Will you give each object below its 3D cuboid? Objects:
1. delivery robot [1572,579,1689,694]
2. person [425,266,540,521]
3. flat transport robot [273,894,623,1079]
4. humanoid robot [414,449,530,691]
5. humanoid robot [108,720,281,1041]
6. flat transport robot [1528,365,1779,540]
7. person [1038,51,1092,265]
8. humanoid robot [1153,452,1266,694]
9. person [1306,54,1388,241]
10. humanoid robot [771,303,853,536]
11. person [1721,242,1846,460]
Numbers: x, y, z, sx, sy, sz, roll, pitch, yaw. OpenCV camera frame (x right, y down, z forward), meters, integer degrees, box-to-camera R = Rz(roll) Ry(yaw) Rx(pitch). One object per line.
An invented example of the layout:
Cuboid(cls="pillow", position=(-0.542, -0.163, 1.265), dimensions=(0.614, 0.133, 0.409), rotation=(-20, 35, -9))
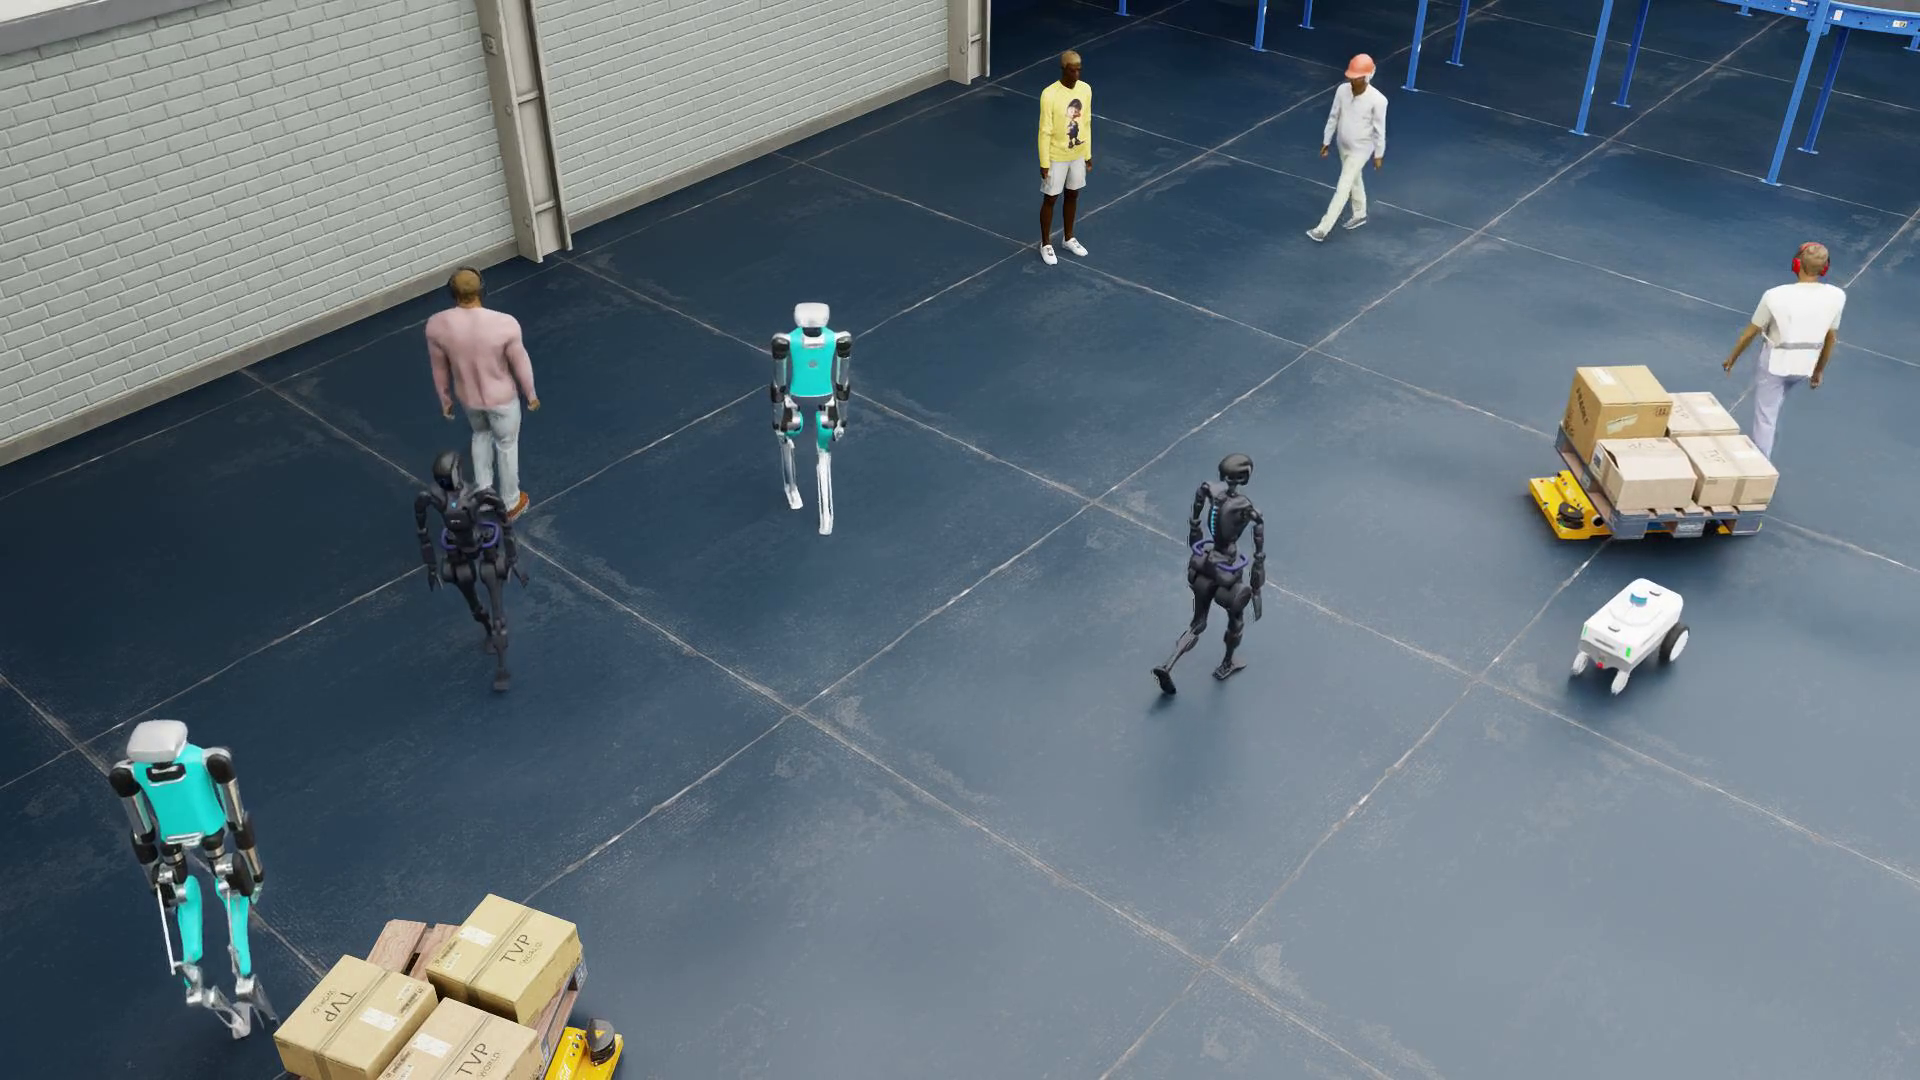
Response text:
Cuboid(cls="delivery robot", position=(4.165, 0.558, 10.349), dimensions=(0.765, 0.585, 0.499), rotation=(-29, 45, -34))
Cuboid(cls="person", position=(-3.209, -0.988, 11.343), dimensions=(0.656, 1.921, 0.442), rotation=(3, 36, 4))
Cuboid(cls="flat transport robot", position=(-2.386, 2.508, 7.866), dimensions=(1.431, 0.231, 0.659), rotation=(5, 36, 7))
Cuboid(cls="humanoid robot", position=(-2.928, 0.123, 10.020), dimensions=(0.612, 1.625, 0.639), rotation=(-2, 36, -3))
Cuboid(cls="humanoid robot", position=(-3.529, 1.729, 7.745), dimensions=(0.537, 1.828, 0.769), rotation=(-6, 36, -9))
Cuboid(cls="flat transport robot", position=(4.850, -0.285, 11.788), dimensions=(1.431, 0.231, 0.659), rotation=(-2, 36, -3))
Cuboid(cls="person", position=(0.928, -3.400, 14.757), dimensions=(0.543, 1.898, 0.377), rotation=(-19, 40, -25))
Cuboid(cls="humanoid robot", position=(1.507, 0.216, 9.888), dimensions=(0.659, 1.625, 0.593), rotation=(-26, 43, -32))
Cuboid(cls="person", position=(3.522, -3.581, 15.163), dimensions=(0.892, 1.701, 0.589), rotation=(-20, 40, -26))
Cuboid(cls="humanoid robot", position=(-1.043, -0.938, 11.443), dimensions=(0.571, 1.771, 0.845), rotation=(-7, 36, -9))
Cuboid(cls="person", position=(5.793, -1.264, 11.829), dimensions=(0.601, 1.802, 0.784), rotation=(-3, 36, -4))
